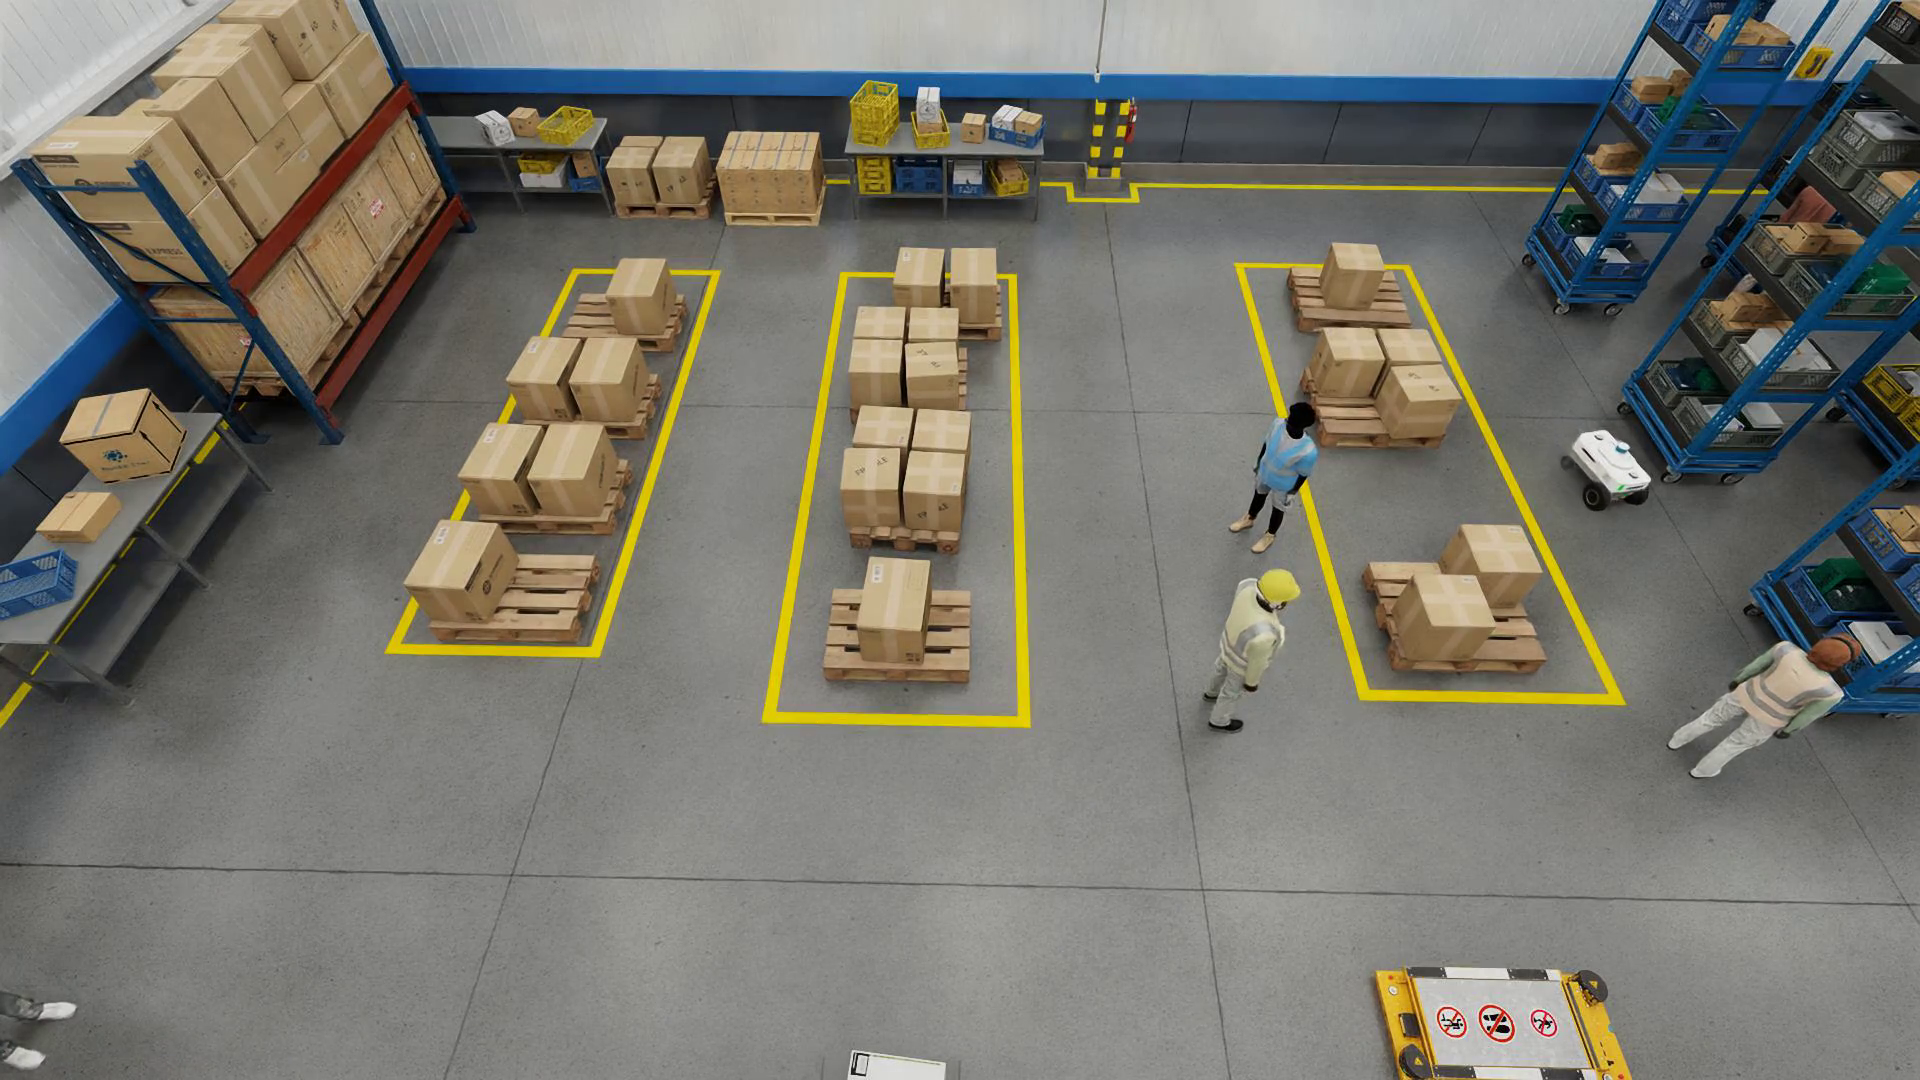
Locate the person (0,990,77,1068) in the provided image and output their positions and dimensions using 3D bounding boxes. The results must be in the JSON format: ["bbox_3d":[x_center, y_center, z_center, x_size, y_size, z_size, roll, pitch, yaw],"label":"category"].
[{"bbox_3d":[-6.061,2.658,5.256,0.409,1.908,0.597,1,51,1],"label":"person"}]

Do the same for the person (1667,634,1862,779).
[{"bbox_3d":[5.788,1.199,6.619,0.317,1.633,0.515,-12,52,-9],"label":"person"}]

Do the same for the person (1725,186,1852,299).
[{"bbox_3d":[9.080,-3.166,9.956,0.410,1.982,0.626,-19,53,-15],"label":"person"}]

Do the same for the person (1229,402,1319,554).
[{"bbox_3d":[2.769,-0.548,7.999,0.321,1.697,0.529,-24,55,-18],"label":"person"}]

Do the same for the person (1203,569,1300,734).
[{"bbox_3d":[2.128,0.818,6.809,0.403,1.826,0.593,0,51,0],"label":"person"}]

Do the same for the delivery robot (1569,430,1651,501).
[{"bbox_3d":[6.264,-0.737,8.829,0.477,0.478,0.707,-9,51,-7],"label":"delivery robot"}]

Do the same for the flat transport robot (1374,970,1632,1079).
[{"bbox_3d":[3.501,3.133,5.914,1.431,0.197,0.652,1,51,1],"label":"flat transport robot"}]
